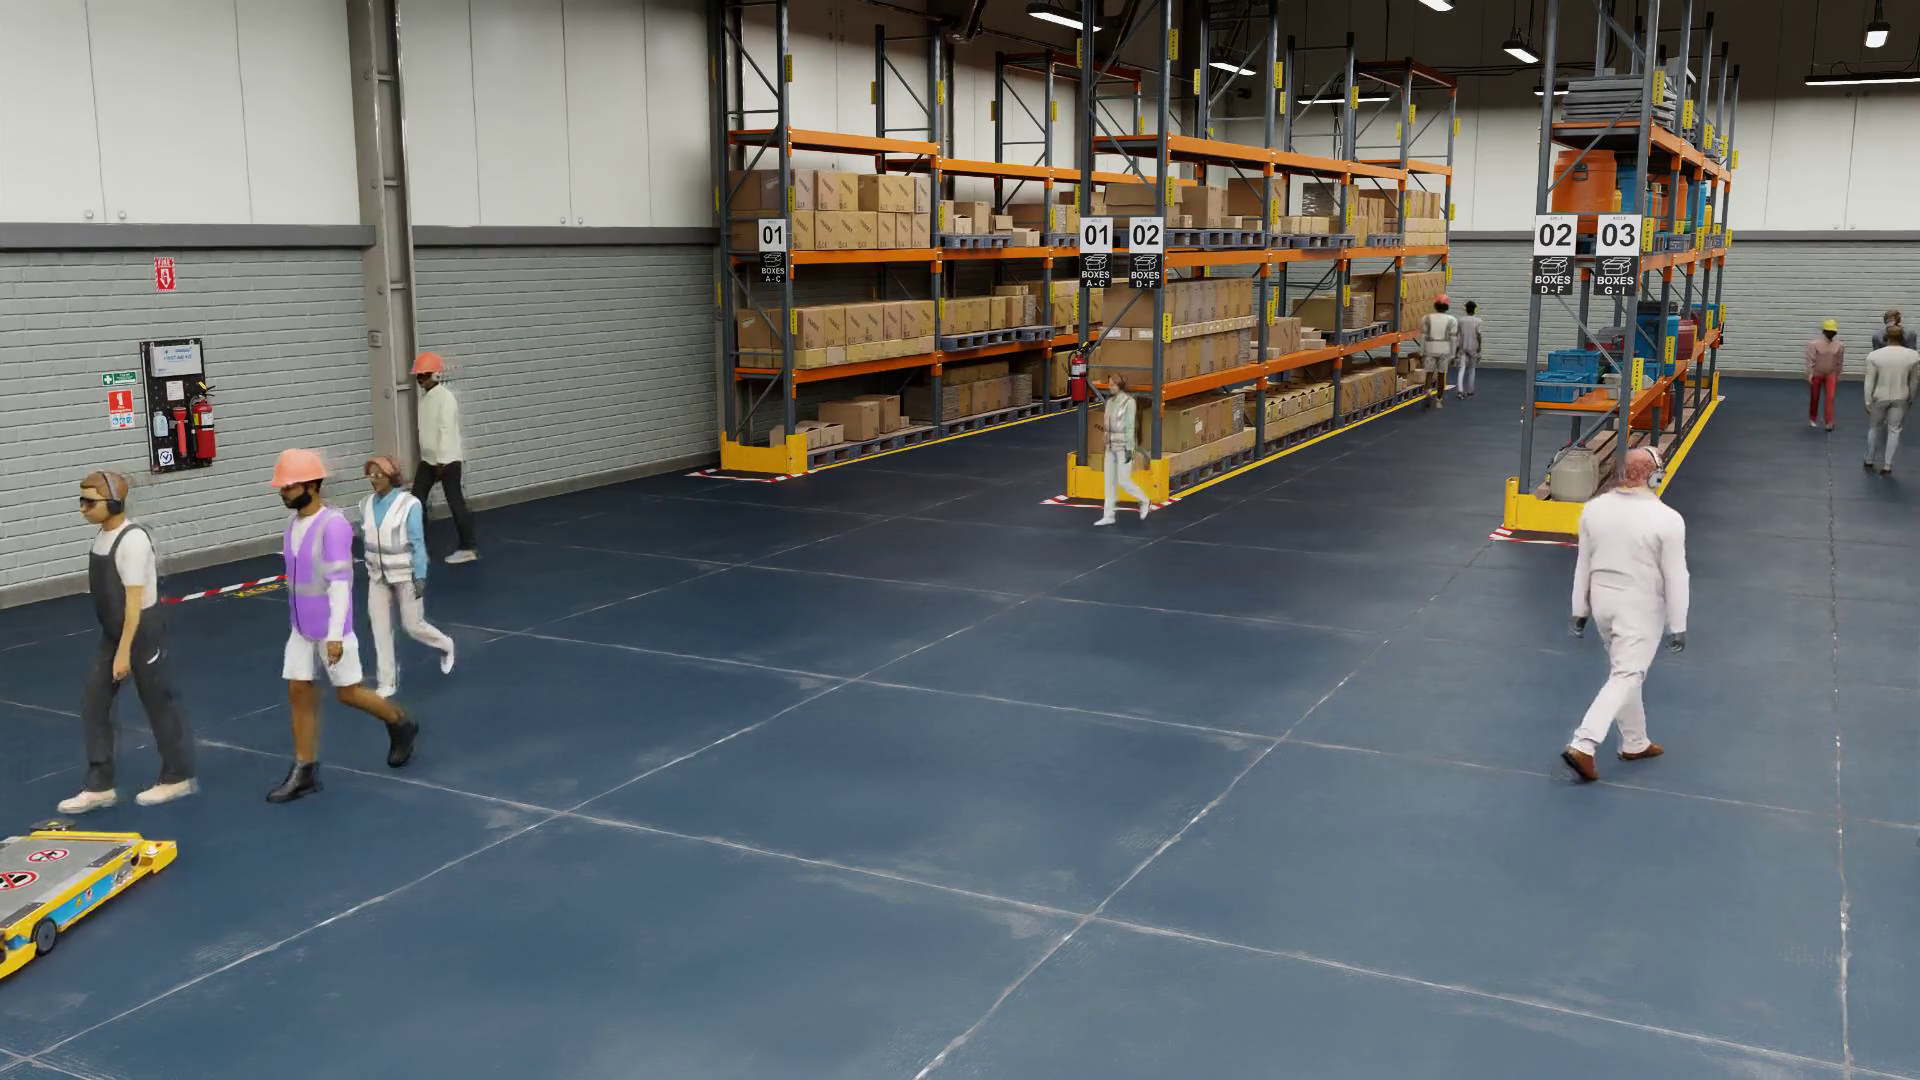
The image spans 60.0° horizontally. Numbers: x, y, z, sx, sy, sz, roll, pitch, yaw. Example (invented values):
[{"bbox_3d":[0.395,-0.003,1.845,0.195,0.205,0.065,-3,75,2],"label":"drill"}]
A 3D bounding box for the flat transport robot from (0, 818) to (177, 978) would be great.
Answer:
[{"bbox_3d":[-4.163,1.568,7.367,0.652,0.197,1.431,1,10,4],"label":"flat transport robot"}]

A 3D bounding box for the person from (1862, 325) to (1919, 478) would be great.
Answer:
[{"bbox_3d":[11.800,-1.776,21.162,0.634,1.891,0.982,4,11,20],"label":"person"}]

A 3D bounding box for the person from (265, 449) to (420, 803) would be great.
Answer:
[{"bbox_3d":[-3.435,0.434,9.106,0.552,1.916,0.865,7,12,32],"label":"person"}]

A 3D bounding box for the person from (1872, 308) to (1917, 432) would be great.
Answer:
[{"bbox_3d":[14.537,-2.654,25.919,0.653,1.913,0.683,6,12,30],"label":"person"}]

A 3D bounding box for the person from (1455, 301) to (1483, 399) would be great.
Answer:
[{"bbox_3d":[9.460,-3.547,31.035,0.536,1.830,0.959,5,12,25],"label":"person"}]

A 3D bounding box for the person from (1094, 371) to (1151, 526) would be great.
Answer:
[{"bbox_3d":[1.694,-0.954,17.404,0.549,1.623,0.530,-6,12,-30],"label":"person"}]

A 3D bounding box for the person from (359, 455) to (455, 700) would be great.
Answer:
[{"bbox_3d":[-3.678,0.225,10.986,0.514,1.624,0.629,4,11,19],"label":"person"}]

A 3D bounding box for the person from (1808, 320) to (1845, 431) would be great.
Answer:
[{"bbox_3d":[13.567,-2.590,26.107,0.534,1.722,0.900,3,11,17],"label":"person"}]

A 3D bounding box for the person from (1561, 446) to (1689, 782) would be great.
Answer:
[{"bbox_3d":[3.730,0.405,9.357,0.935,1.876,0.658,-5,12,-27],"label":"person"}]

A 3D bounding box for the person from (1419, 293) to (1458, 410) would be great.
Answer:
[{"bbox_3d":[8.341,-3.277,29.002,0.630,2.024,0.451,4,11,21],"label":"person"}]

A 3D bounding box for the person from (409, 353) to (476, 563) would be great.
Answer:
[{"bbox_3d":[-4.869,-0.727,15.268,0.627,1.963,0.844,9,14,40],"label":"person"}]

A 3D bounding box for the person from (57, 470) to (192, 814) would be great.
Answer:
[{"bbox_3d":[-4.442,0.548,8.690,0.521,1.815,0.771,8,13,36],"label":"person"}]
